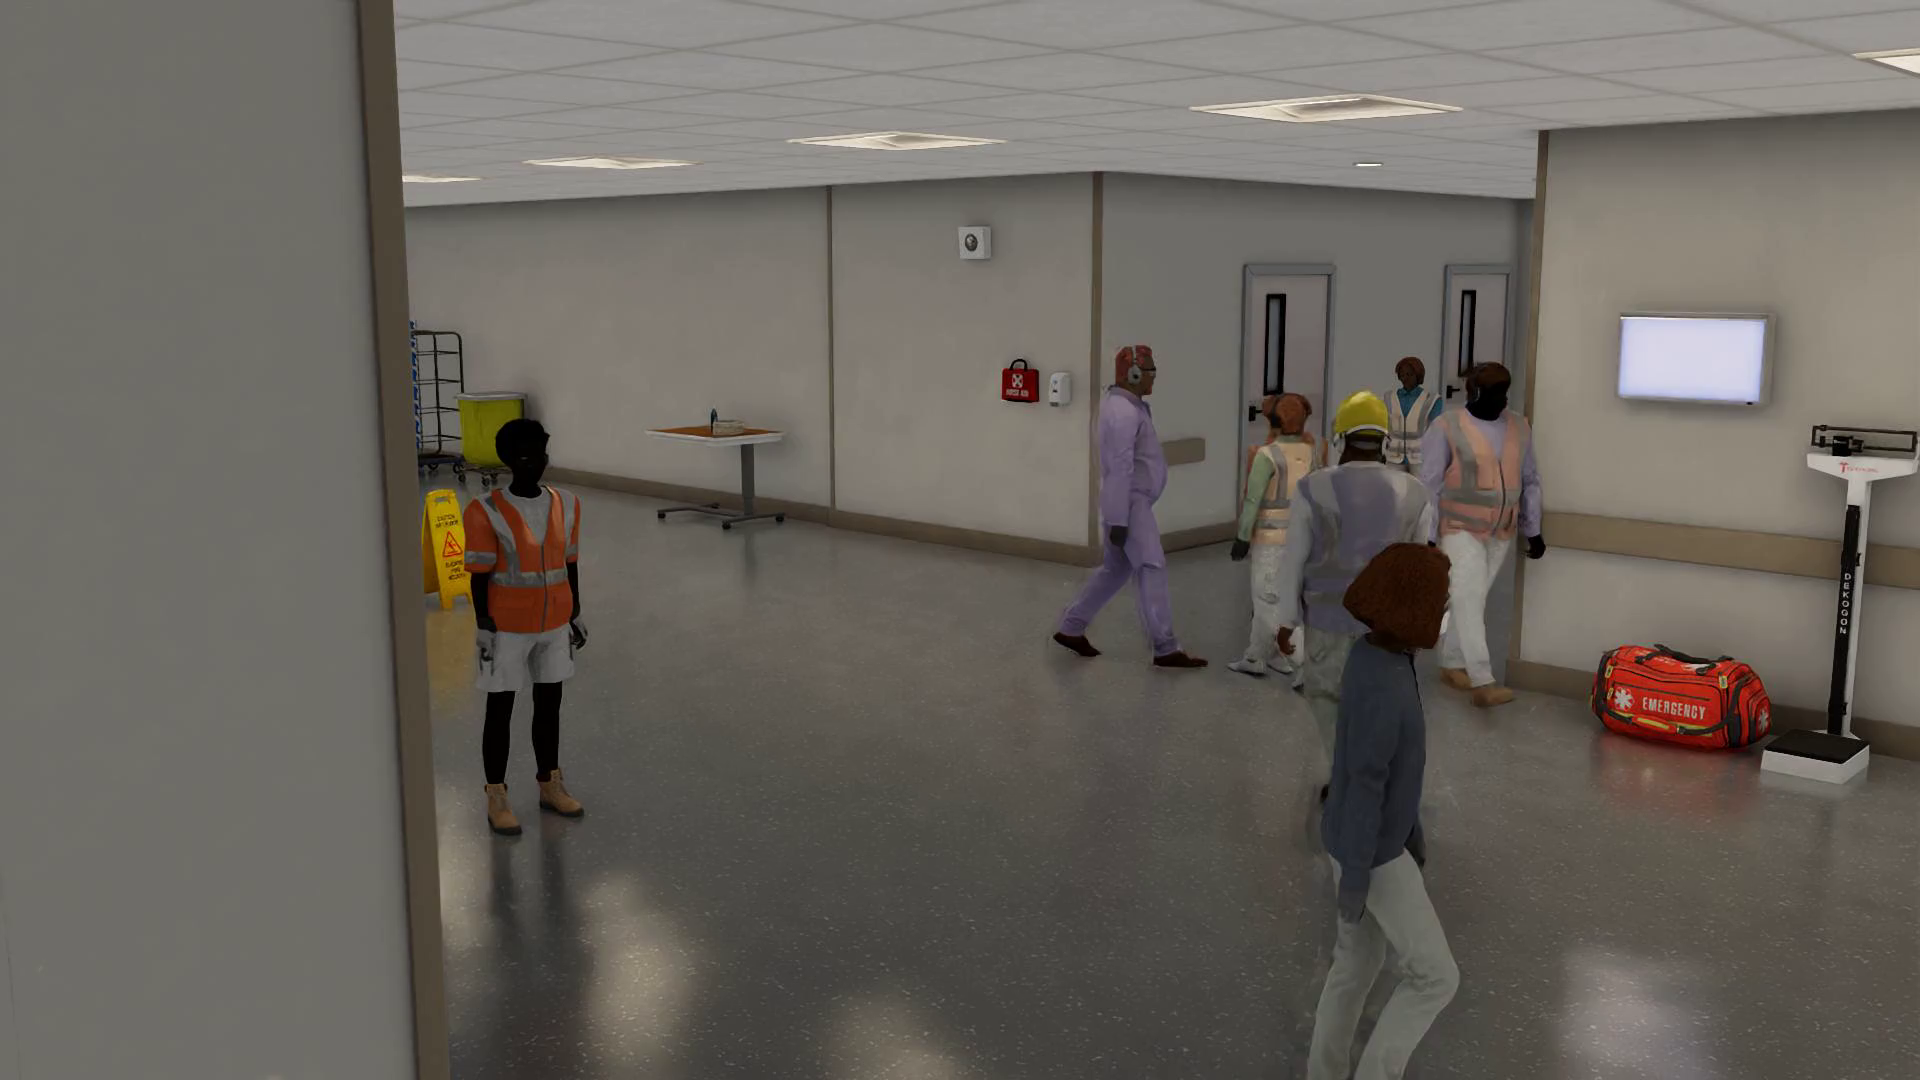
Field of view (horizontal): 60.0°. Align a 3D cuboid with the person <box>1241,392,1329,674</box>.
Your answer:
[{"bbox_3d":[1.823,-0.063,9.598,0.520,1.611,0.582,-4,10,-21],"label":"person"}]

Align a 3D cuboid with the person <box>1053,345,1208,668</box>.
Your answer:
[{"bbox_3d":[0.976,-0.196,9.643,0.883,1.875,0.660,1,9,4],"label":"person"}]

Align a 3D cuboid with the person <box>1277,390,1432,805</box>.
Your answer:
[{"bbox_3d":[1.619,0.306,6.739,0.606,1.811,0.706,-1,9,-7],"label":"person"}]

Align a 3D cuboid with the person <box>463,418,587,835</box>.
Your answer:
[{"bbox_3d":[-1.781,0.342,6.861,0.535,1.697,0.322,-9,13,-43],"label":"person"}]

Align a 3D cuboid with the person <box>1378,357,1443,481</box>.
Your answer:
[{"bbox_3d":[3.463,-0.600,12.849,0.509,1.629,0.315,6,11,32],"label":"person"}]

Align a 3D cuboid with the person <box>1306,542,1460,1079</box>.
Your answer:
[{"bbox_3d":[1.114,0.803,4.266,0.478,1.613,0.522,2,9,11],"label":"person"}]

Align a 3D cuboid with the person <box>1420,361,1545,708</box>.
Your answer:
[{"bbox_3d":[2.813,-0.029,8.801,0.625,1.803,0.892,-3,10,-20],"label":"person"}]

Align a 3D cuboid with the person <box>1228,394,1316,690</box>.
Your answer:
[{"bbox_3d":[1.757,0.005,9.161,0.698,1.613,0.524,9,13,43],"label":"person"}]
